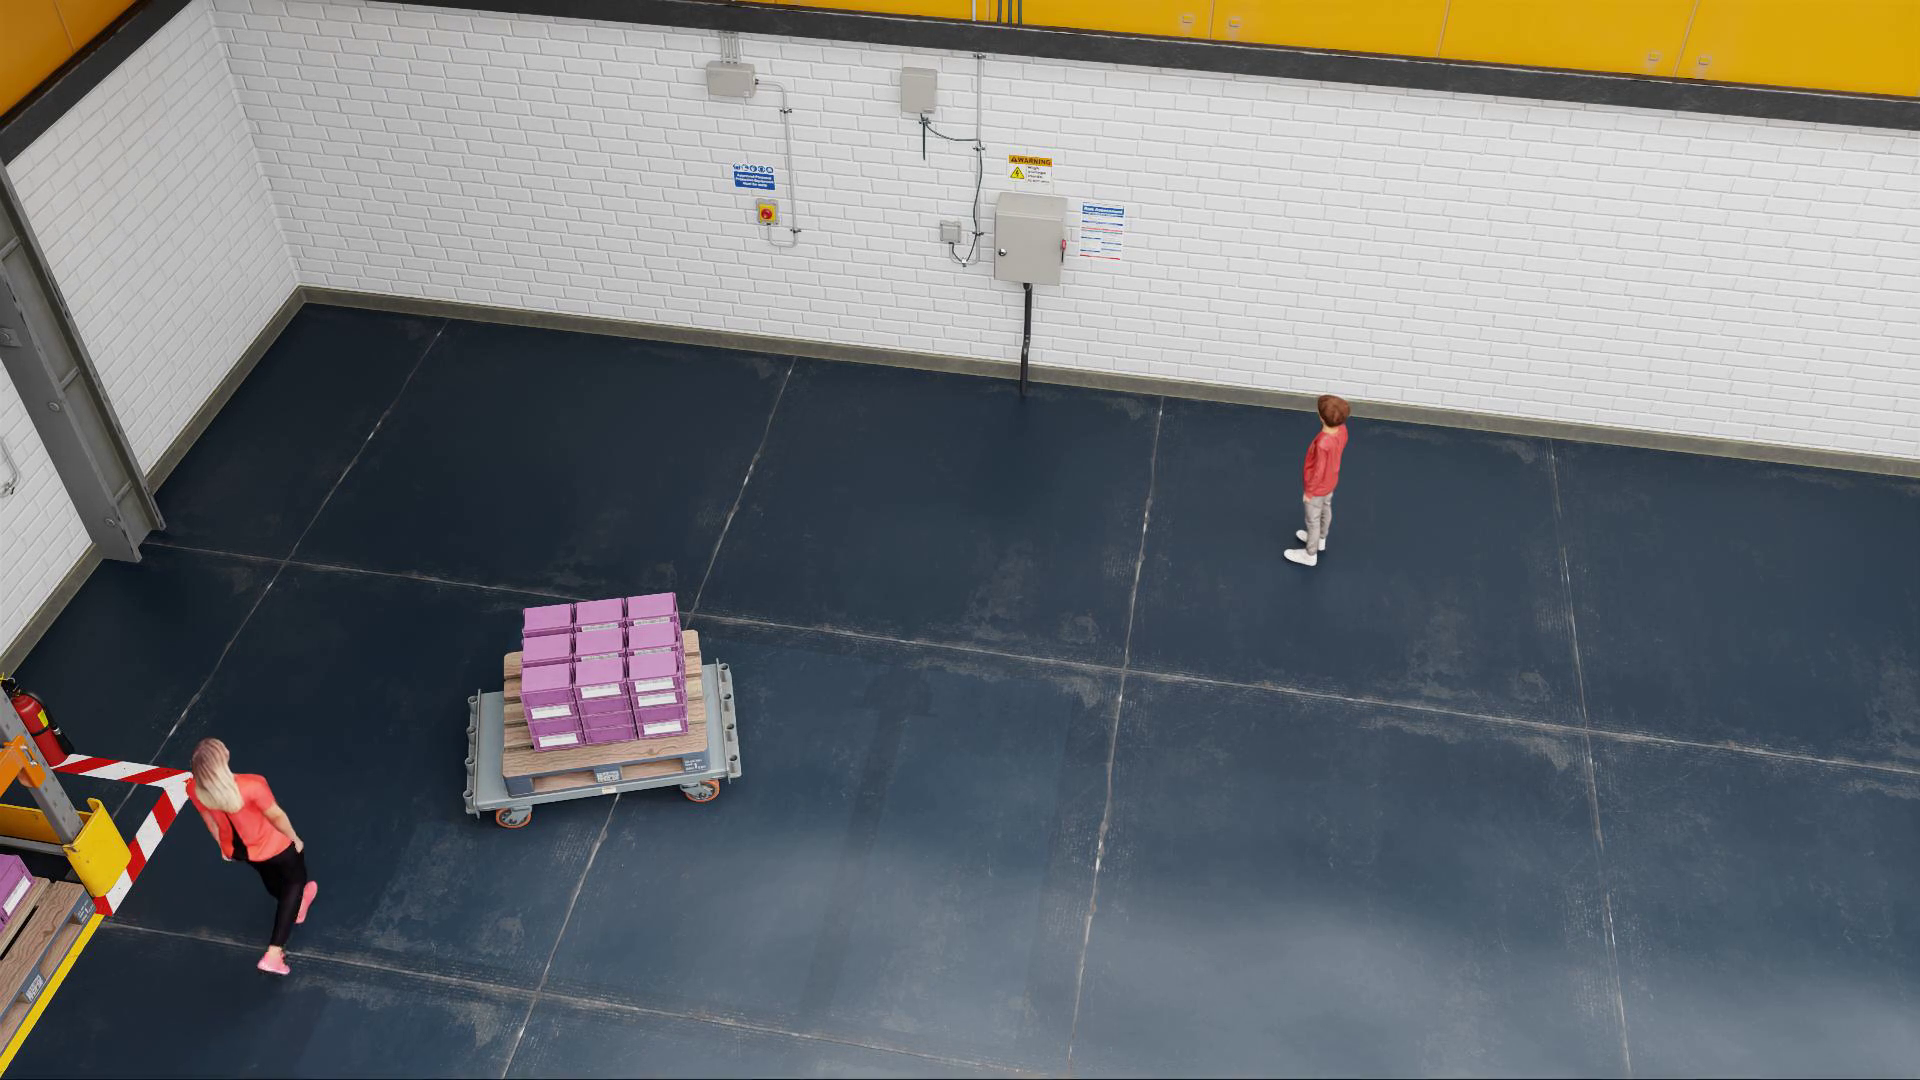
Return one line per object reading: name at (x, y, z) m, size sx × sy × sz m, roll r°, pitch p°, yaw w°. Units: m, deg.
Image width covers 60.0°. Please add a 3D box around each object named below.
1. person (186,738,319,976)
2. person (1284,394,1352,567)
person at (-3.827, 1.713, 9.004) m, size 0.620 × 1.680 × 0.966 m, roll 4°, pitch 44°, yaw 4°
person at (2.496, -0.417, 11.430) m, size 0.641 × 1.418 × 0.528 m, roll 25°, pitch 49°, yaw 24°
